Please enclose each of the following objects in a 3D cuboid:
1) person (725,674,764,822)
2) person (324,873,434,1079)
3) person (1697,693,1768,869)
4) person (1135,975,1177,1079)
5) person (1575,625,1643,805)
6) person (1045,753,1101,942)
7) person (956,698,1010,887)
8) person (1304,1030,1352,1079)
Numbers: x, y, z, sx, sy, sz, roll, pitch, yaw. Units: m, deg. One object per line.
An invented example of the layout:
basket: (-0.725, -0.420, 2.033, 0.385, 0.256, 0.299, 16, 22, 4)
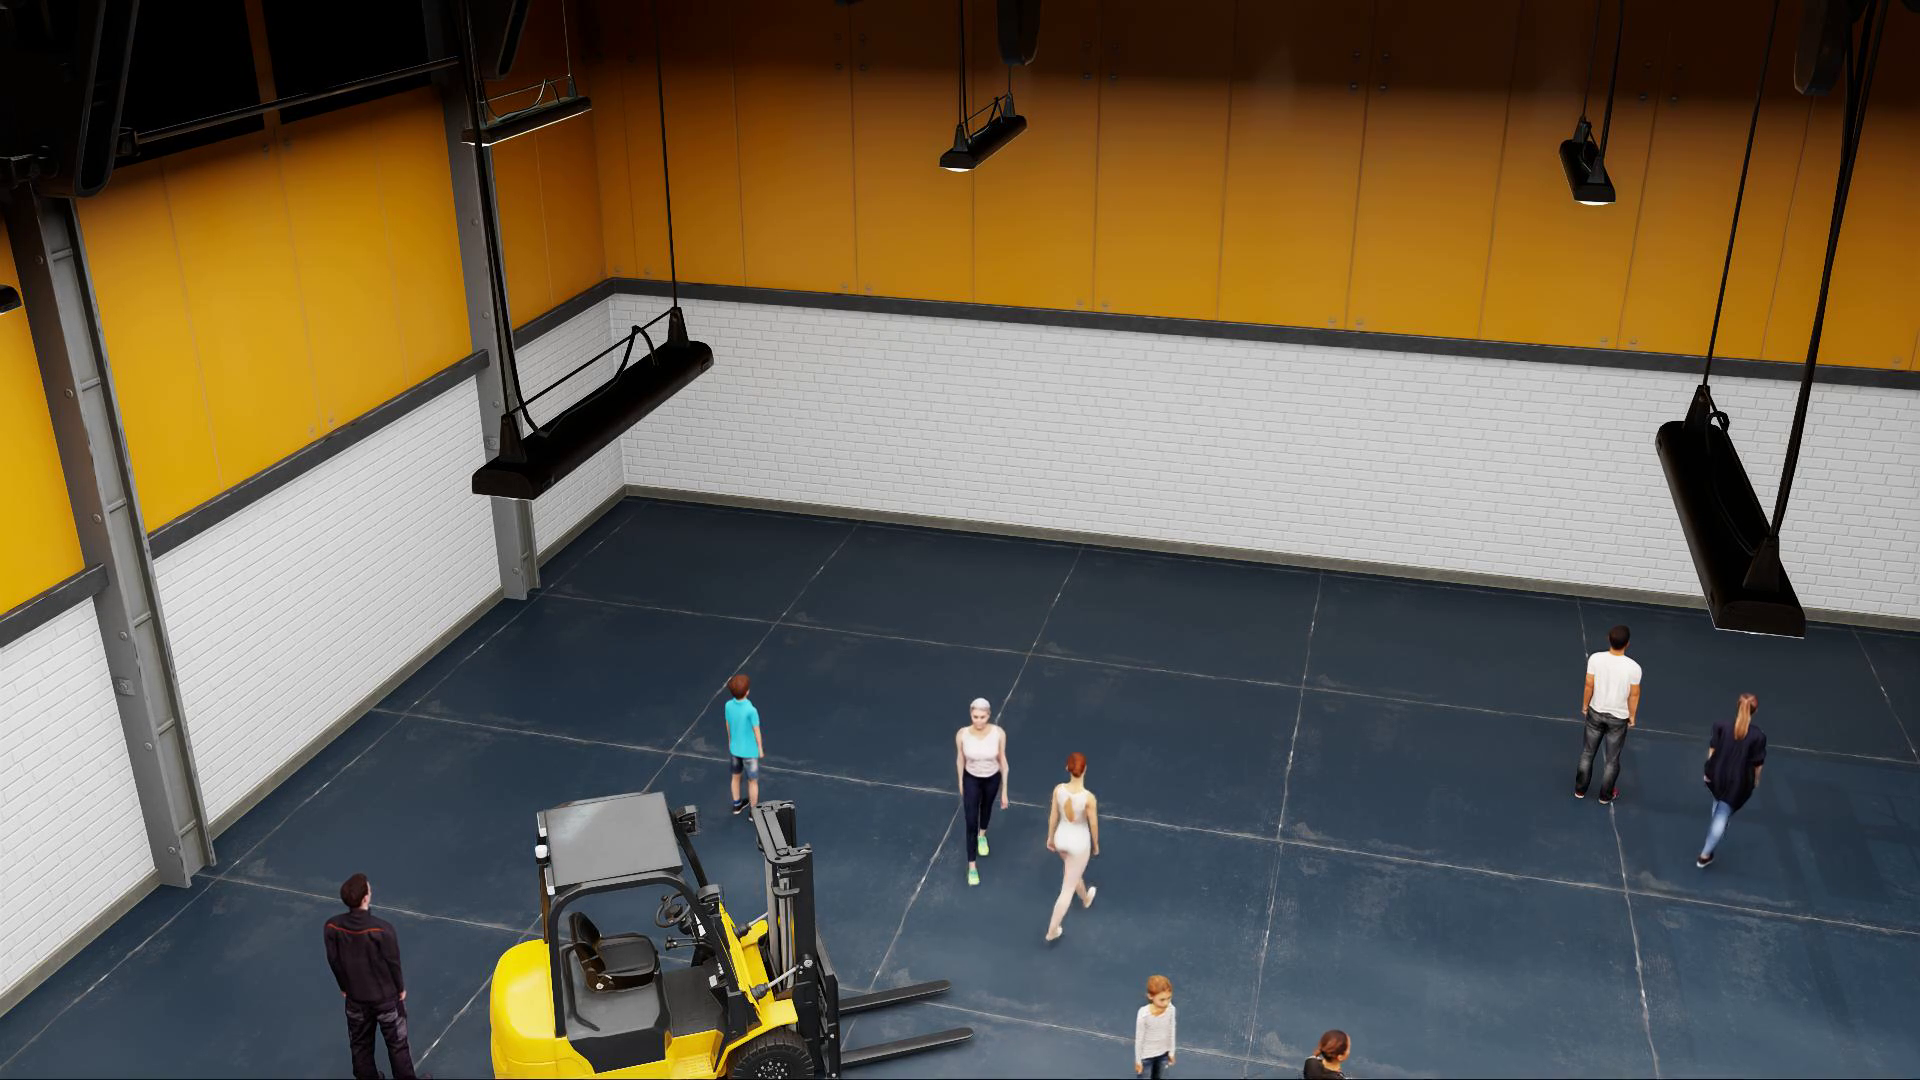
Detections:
person: (-1.987, 1.894, 15.292, 0.577, 1.451, 0.576, 14, 27, 28)
person: (-4.146, 3.186, 11.758, 0.718, 1.915, 0.637, 3, 24, 6)
person: (6.681, 2.131, 14.506, 0.907, 1.648, 1.091, 20, 30, 38)
person: (1.340, 3.580, 11.610, 0.547, 1.312, 0.600, -10, 25, -21)
person: (6.036, 1.611, 15.498, 0.696, 1.805, 0.643, 15, 27, 30)
person: (0.881, 2.560, 13.599, 0.813, 1.589, 1.116, 15, 28, 31)
person: (0.192, 2.094, 14.579, 0.853, 1.657, 1.199, -2, 24, -3)
person: (2.265, 3.839, 10.587, 0.884, 1.657, 0.817, -14, 27, -29)
